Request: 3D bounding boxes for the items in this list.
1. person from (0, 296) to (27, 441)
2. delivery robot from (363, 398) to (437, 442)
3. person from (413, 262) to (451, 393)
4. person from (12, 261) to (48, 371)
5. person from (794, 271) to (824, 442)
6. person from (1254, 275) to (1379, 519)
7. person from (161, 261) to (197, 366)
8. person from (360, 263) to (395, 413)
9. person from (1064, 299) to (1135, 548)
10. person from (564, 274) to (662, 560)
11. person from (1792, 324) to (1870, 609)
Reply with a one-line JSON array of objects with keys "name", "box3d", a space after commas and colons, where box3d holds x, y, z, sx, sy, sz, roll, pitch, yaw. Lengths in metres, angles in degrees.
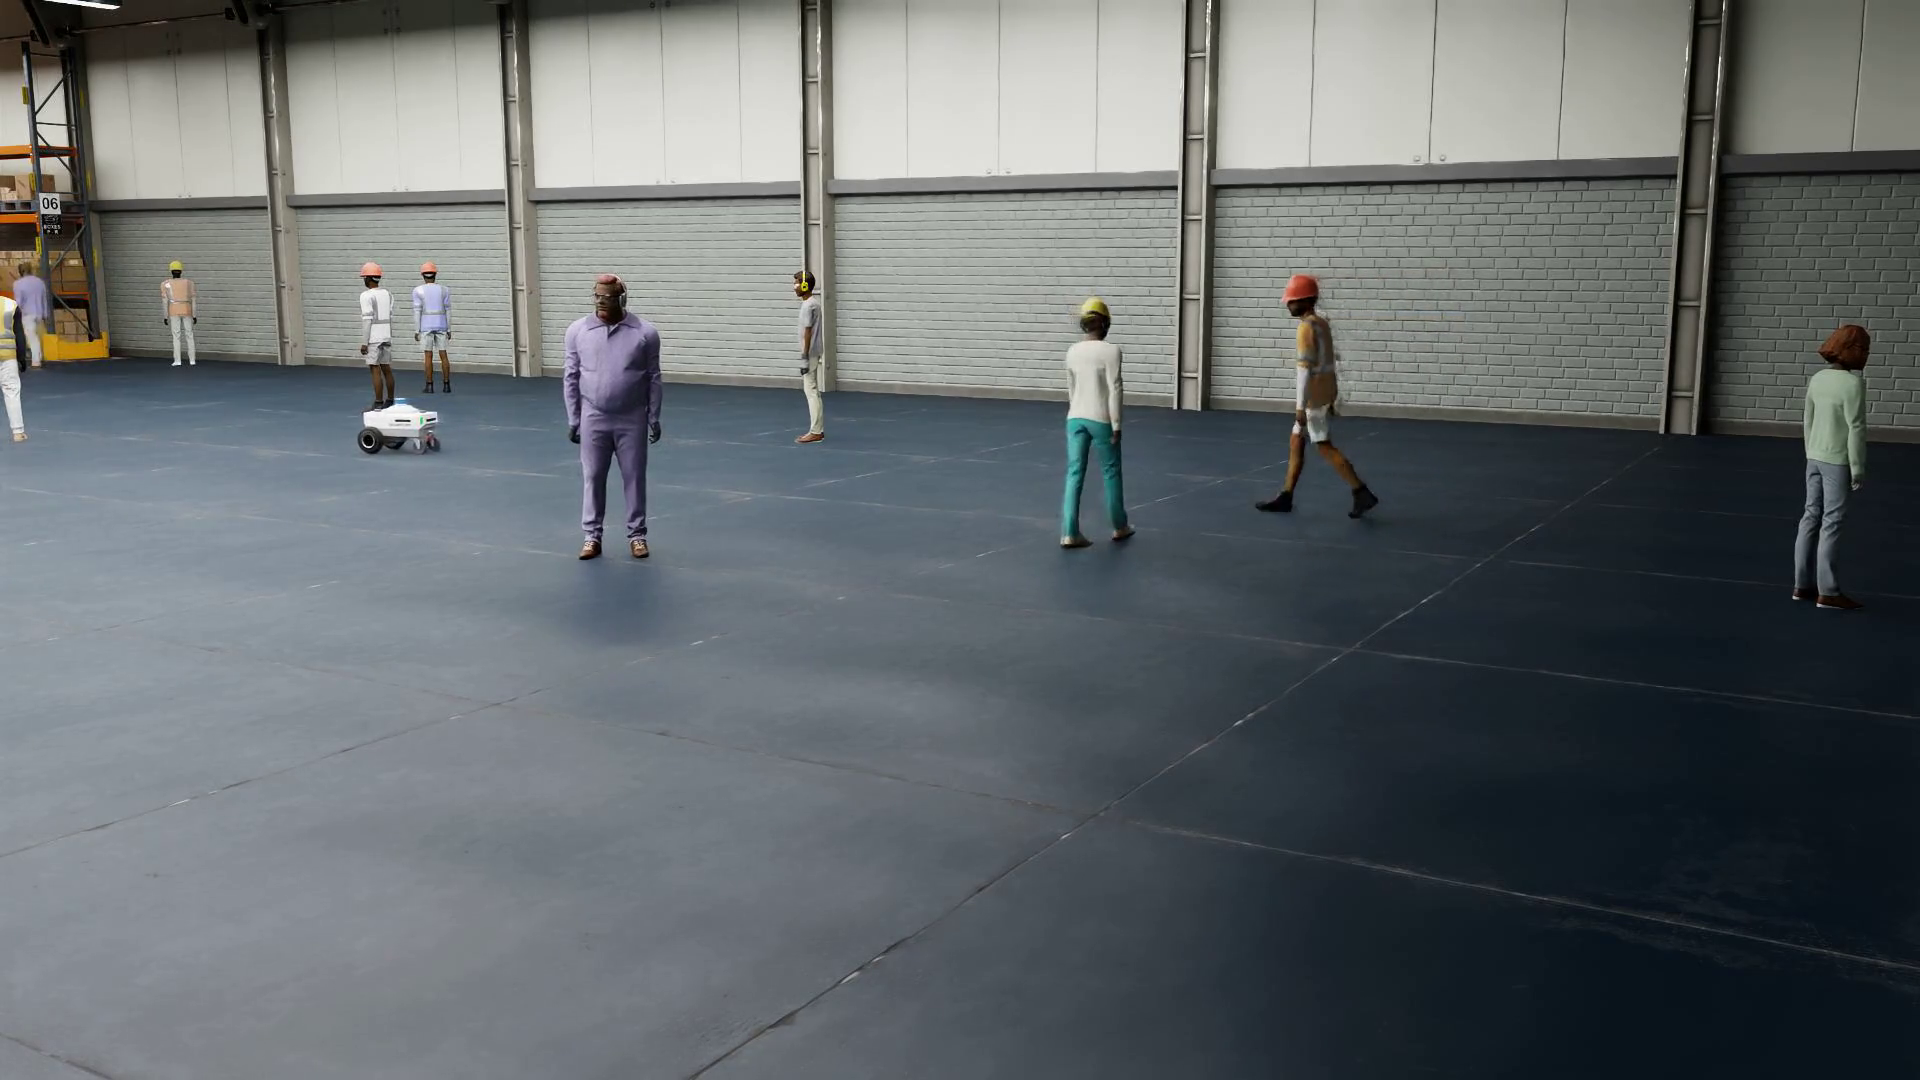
[{"name": "person", "box3d": [-10.507, -1.976, 18.094, 0.634, 1.842, 0.429, -6, 11, -29]}, {"name": "delivery robot", "box3d": [-5.765, -1.220, 17.150, 0.707, 0.478, 0.477, 2, 10, 13]}, {"name": "person", "box3d": [-7.799, -3.129, 24.592, 0.543, 1.928, 0.374, -5, 11, -29]}, {"name": "person", "box3d": [-16.485, -3.950, 29.394, 0.515, 1.925, 0.654, 3, 10, 14]}, {"name": "person", "box3d": [-1.648, -1.991, 18.148, 0.312, 1.859, 0.509, 0, 10, 1]}, {"name": "person", "box3d": [2.825, -1.108, 12.911, 0.973, 1.891, 0.590, 4, 11, 24]}, {"name": "person", "box3d": [-14.396, -4.170, 30.686, 0.586, 1.928, 0.364, -7, 12, -37]}, {"name": "person", "box3d": [-7.498, -2.579, 21.339, 0.358, 1.937, 0.548, 3, 10, 18]}, {"name": "person", "box3d": [0.968, -0.823, 11.679, 0.548, 1.717, 0.802, 8, 13, 40]}, {"name": "person", "box3d": [-2.314, -0.817, 11.124, 0.643, 1.905, 0.399, -1, 10, -8]}, {"name": "person", "box3d": [5.059, -0.425, 9.618, 0.279, 1.633, 0.497, -1, 10, -4]}]
